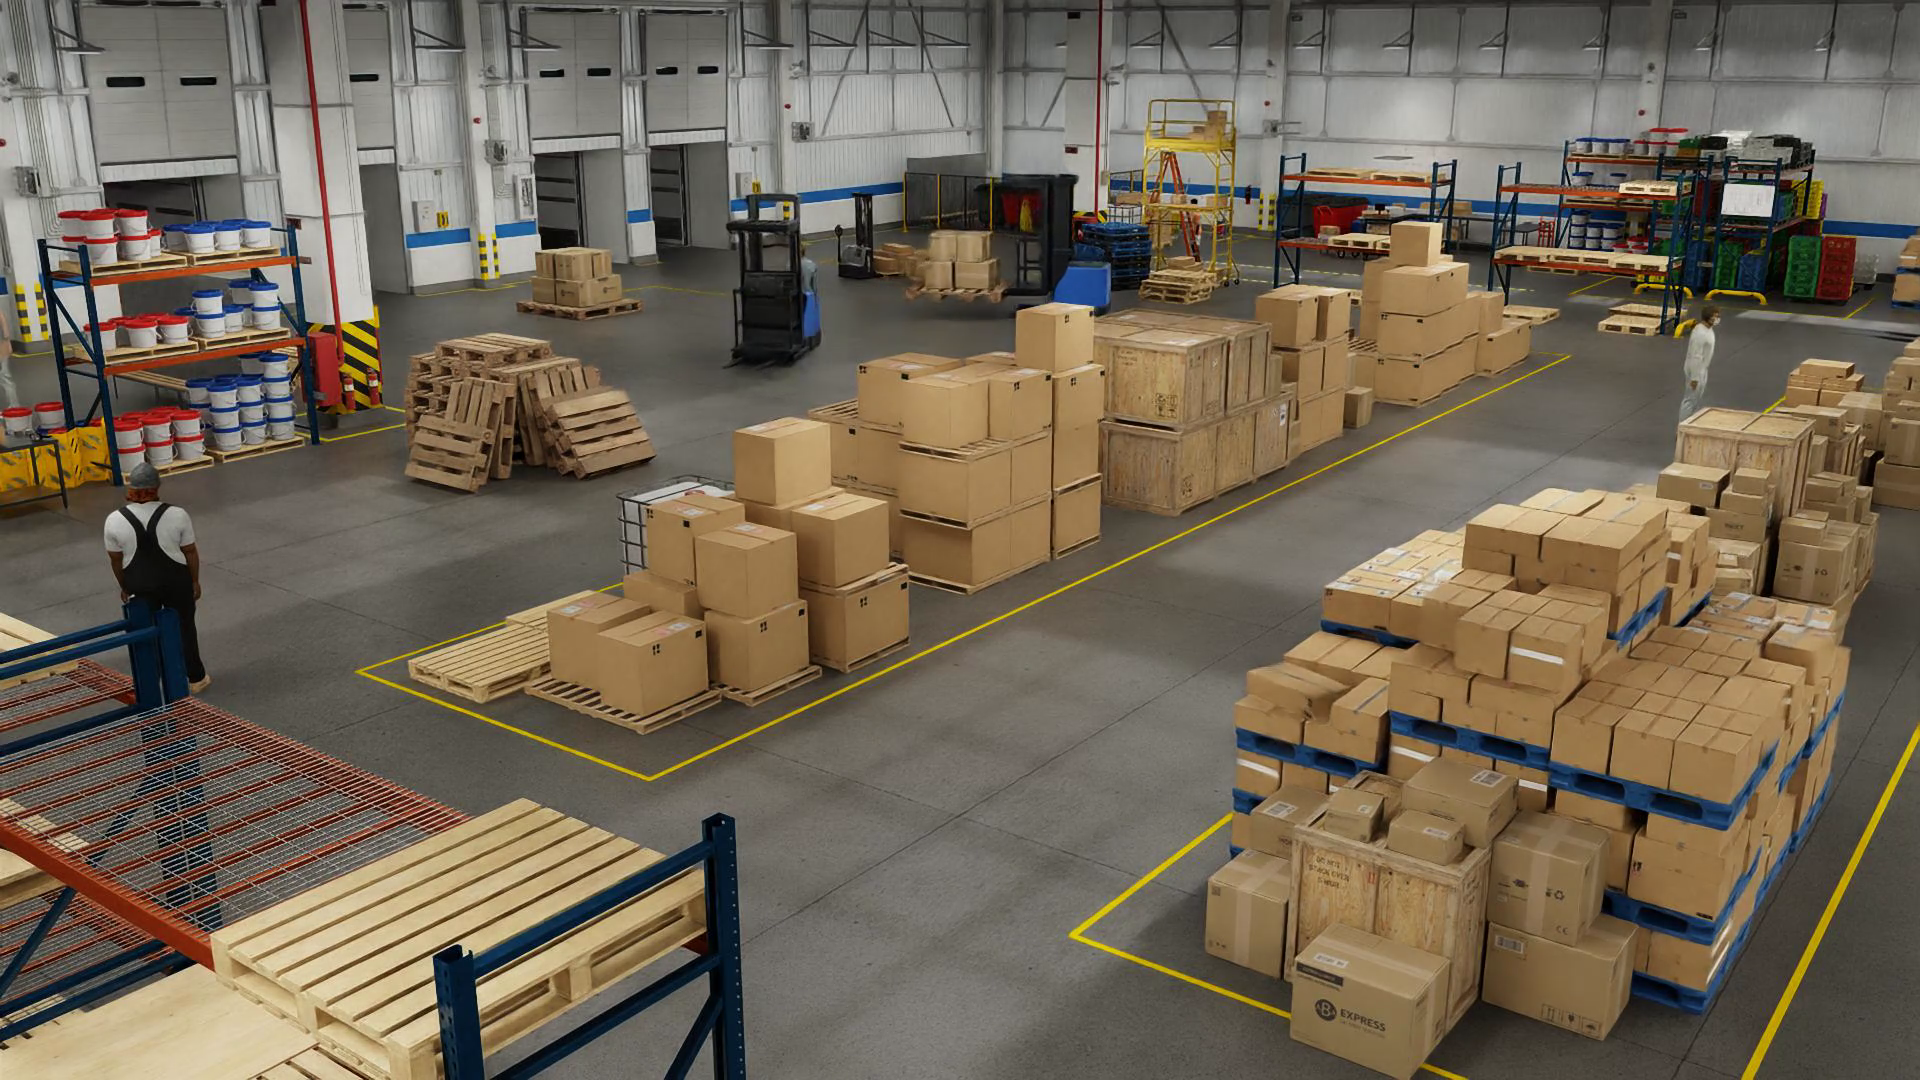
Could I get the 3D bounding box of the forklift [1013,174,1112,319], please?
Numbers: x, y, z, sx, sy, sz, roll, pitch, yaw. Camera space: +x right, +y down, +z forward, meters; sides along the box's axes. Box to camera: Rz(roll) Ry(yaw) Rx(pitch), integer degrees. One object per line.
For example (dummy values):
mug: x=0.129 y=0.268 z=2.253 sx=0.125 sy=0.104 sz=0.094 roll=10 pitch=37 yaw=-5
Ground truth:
forklift: x=2.071 y=-5.842 z=33.117 sx=1.873 sy=2.768 sz=1.129 roll=3 pitch=17 yaw=10

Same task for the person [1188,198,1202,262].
person: x=5.709 y=-7.457 z=40.478 sx=0.317 sy=1.696 sz=0.540 roll=-2 pitch=17 yaw=-7

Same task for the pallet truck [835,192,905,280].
pallet truck: x=-1.936 y=-7.159 z=38.982 sx=1.885 sy=1.965 sz=0.823 roll=-12 pitch=21 yaw=-34

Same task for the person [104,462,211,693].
person: x=-6.795 y=0.327 z=14.121 sx=0.687 sy=2.000 sz=0.538 roll=-5 pitch=17 yaw=-15

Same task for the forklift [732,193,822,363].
forklift: x=-3.214 y=-4.669 z=29.235 sx=1.129 sy=2.768 sz=1.873 roll=4 pitch=17 yaw=12

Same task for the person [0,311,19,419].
person: x=-14.211 y=-2.753 z=24.537 sx=0.404 sy=1.918 sz=0.595 roll=-7 pitch=18 yaw=-21

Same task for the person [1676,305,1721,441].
person: x=10.223 y=-2.300 z=23.025 sx=0.390 sy=1.931 sz=0.623 roll=10 pitch=20 yaw=31

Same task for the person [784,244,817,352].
person: x=-2.844 y=-4.309 z=29.671 sx=0.634 sy=1.930 sz=0.384 roll=-9 pitch=19 yaw=-29
